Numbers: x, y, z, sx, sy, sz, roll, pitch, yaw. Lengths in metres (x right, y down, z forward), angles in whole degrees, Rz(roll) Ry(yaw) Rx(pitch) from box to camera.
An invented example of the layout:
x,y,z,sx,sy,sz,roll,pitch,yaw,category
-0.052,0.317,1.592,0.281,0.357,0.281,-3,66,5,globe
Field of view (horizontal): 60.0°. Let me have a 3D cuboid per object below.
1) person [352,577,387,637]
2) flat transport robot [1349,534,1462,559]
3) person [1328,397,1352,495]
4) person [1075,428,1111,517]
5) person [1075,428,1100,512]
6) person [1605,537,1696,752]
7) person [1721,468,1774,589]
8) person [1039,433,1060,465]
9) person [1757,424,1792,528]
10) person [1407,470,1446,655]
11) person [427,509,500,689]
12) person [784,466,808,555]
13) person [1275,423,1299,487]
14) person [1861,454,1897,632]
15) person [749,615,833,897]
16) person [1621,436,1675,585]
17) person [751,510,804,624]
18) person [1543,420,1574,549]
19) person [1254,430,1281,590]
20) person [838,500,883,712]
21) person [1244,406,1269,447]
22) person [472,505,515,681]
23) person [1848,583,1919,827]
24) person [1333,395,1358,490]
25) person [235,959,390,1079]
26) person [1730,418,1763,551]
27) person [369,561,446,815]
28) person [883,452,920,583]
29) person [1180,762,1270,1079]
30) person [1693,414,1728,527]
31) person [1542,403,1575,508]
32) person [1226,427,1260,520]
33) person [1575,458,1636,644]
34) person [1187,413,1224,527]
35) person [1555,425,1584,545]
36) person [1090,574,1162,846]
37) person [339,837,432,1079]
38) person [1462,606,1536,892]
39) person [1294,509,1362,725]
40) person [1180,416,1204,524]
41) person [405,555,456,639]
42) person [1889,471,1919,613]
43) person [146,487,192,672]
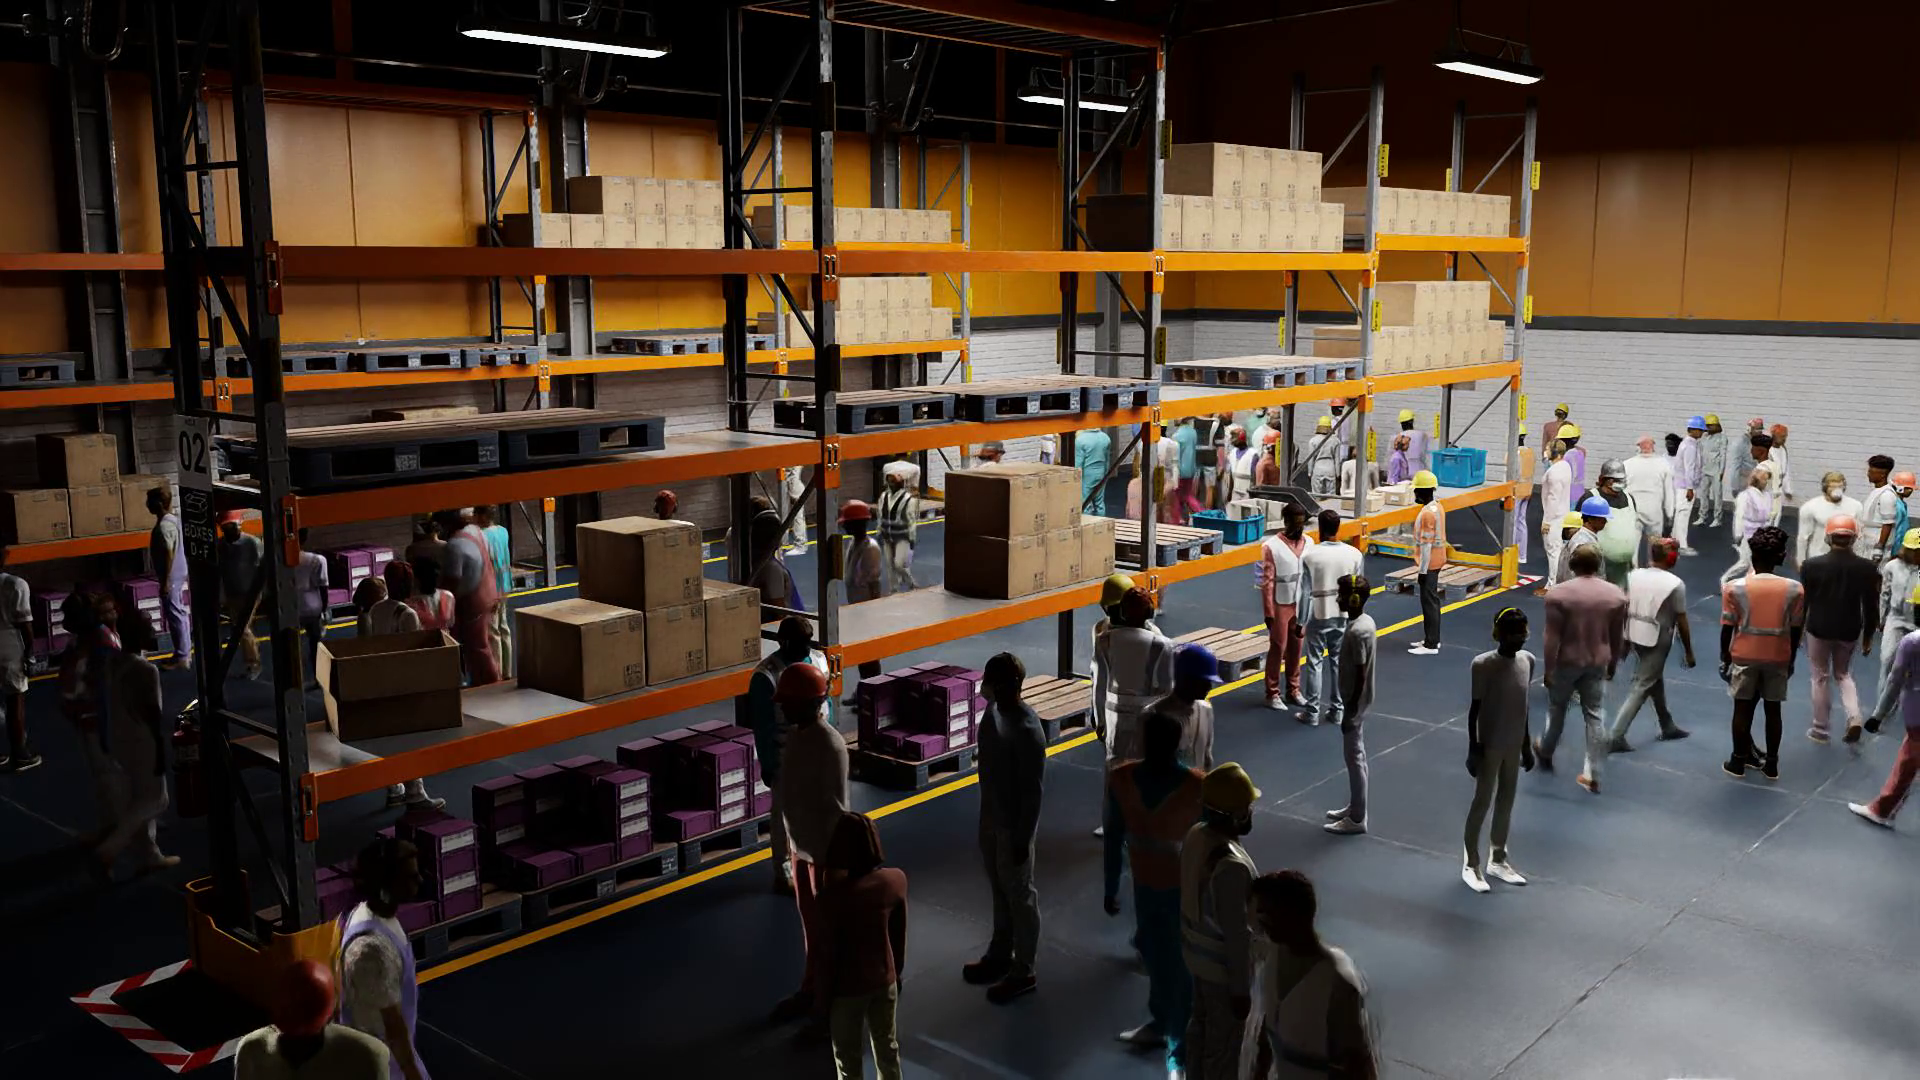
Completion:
x,y,z,sx,sy,sz,roll,pitch,yaw,category
-4.568,1.091,12.983,0.286,1.633,0.501,-3,10,-19,person
6.160,0.100,22.959,0.652,0.197,1.431,-8,12,-39,flat transport robot
6.027,-1.351,26.657,0.373,1.934,0.551,9,13,43,person
1.861,-0.881,23.943,0.645,1.907,0.400,-7,12,-36,person
2.024,-1.328,27.055,0.525,1.760,0.340,1,10,8,person
5.778,0.867,13.890,0.999,1.791,0.574,-3,10,-19,person
9.467,-0.060,19.879,0.524,1.624,0.519,-4,10,-21,person
1.514,-1.418,27.365,0.384,1.837,0.564,-4,10,-24,person
11.051,-0.655,22.688,0.603,1.872,0.395,-6,11,-30,person
4.835,0.231,17.286,0.410,1.918,0.585,4,10,21,person
-4.444,0.548,15.015,0.630,2.000,0.716,0,10,2,person
-2.314,-0.655,23.143,0.370,1.730,0.556,0,10,0,person
4.806,-0.897,24.684,0.535,1.690,0.322,-6,11,-33,person
10.089,0.028,18.336,0.368,1.967,0.603,3,10,16,person
-1.054,1.376,10.719,0.429,1.831,0.631,8,12,40,person
8.684,-0.375,21.044,0.724,1.863,0.823,6,11,33,person
-1.553,0.756,13.772,0.538,2.000,0.683,-6,11,-33,person
8.468,-0.773,23.513,0.342,1.839,0.503,6,11,34,person
3.861,-0.377,20.670,0.381,1.994,0.622,5,11,29,person
-0.908,0.593,15.053,0.373,1.934,0.551,-5,11,-27,person
4.782,-1.324,26.590,0.405,1.922,0.705,-9,13,-42,person
-4.448,0.514,15.794,0.390,1.847,0.563,1,10,8,person
6.704,1.204,11.598,0.589,1.876,0.987,-5,11,-27,person
6.677,-1.711,28.774,0.633,1.957,0.862,-3,10,-16,person
-2.257,2.257,5.862,0.582,1.691,0.762,2,10,11,person
11.129,-0.782,23.407,0.649,1.894,0.402,-4,10,-22,person
-4.106,1.084,12.281,0.575,1.885,0.355,8,12,39,person
-0.752,-0.361,21.019,0.524,1.857,0.425,2,10,11,person
1.204,1.901,7.540,0.404,1.837,0.595,-2,10,-11,person
11.541,-1.071,25.593,0.314,1.736,0.485,-6,11,-32,person
9.825,-1.367,27.314,0.528,1.752,0.340,6,11,33,person
3.887,-0.626,22.668,0.453,1.823,0.636,-5,11,-27,person
6.775,0.160,17.333,0.677,2.000,0.536,-3,10,-16,person
3.754,-1.189,25.426,0.613,2.029,0.409,5,11,29,person
8.058,-0.568,22.082,0.427,1.912,0.590,8,12,40,person
1.143,1.176,11.658,0.590,1.914,0.400,9,13,42,person
-2.221,2.062,6.599,0.443,1.830,0.516,-3,10,-16,person
3.514,1.343,10.795,0.535,1.864,0.309,-4,10,-23,person
3.233,0.684,14.612,0.598,1.908,0.410,-3,10,-17,person
3.576,-1.084,25.804,0.533,1.694,0.319,-2,10,-14,person
-4.411,0.936,13.751,0.531,1.670,0.662,-9,13,-43,person
10.489,0.089,18.654,0.355,1.740,0.574,4,10,25,person
-7.881,0.385,16.568,0.342,1.845,0.506,-2,10,-14,person
